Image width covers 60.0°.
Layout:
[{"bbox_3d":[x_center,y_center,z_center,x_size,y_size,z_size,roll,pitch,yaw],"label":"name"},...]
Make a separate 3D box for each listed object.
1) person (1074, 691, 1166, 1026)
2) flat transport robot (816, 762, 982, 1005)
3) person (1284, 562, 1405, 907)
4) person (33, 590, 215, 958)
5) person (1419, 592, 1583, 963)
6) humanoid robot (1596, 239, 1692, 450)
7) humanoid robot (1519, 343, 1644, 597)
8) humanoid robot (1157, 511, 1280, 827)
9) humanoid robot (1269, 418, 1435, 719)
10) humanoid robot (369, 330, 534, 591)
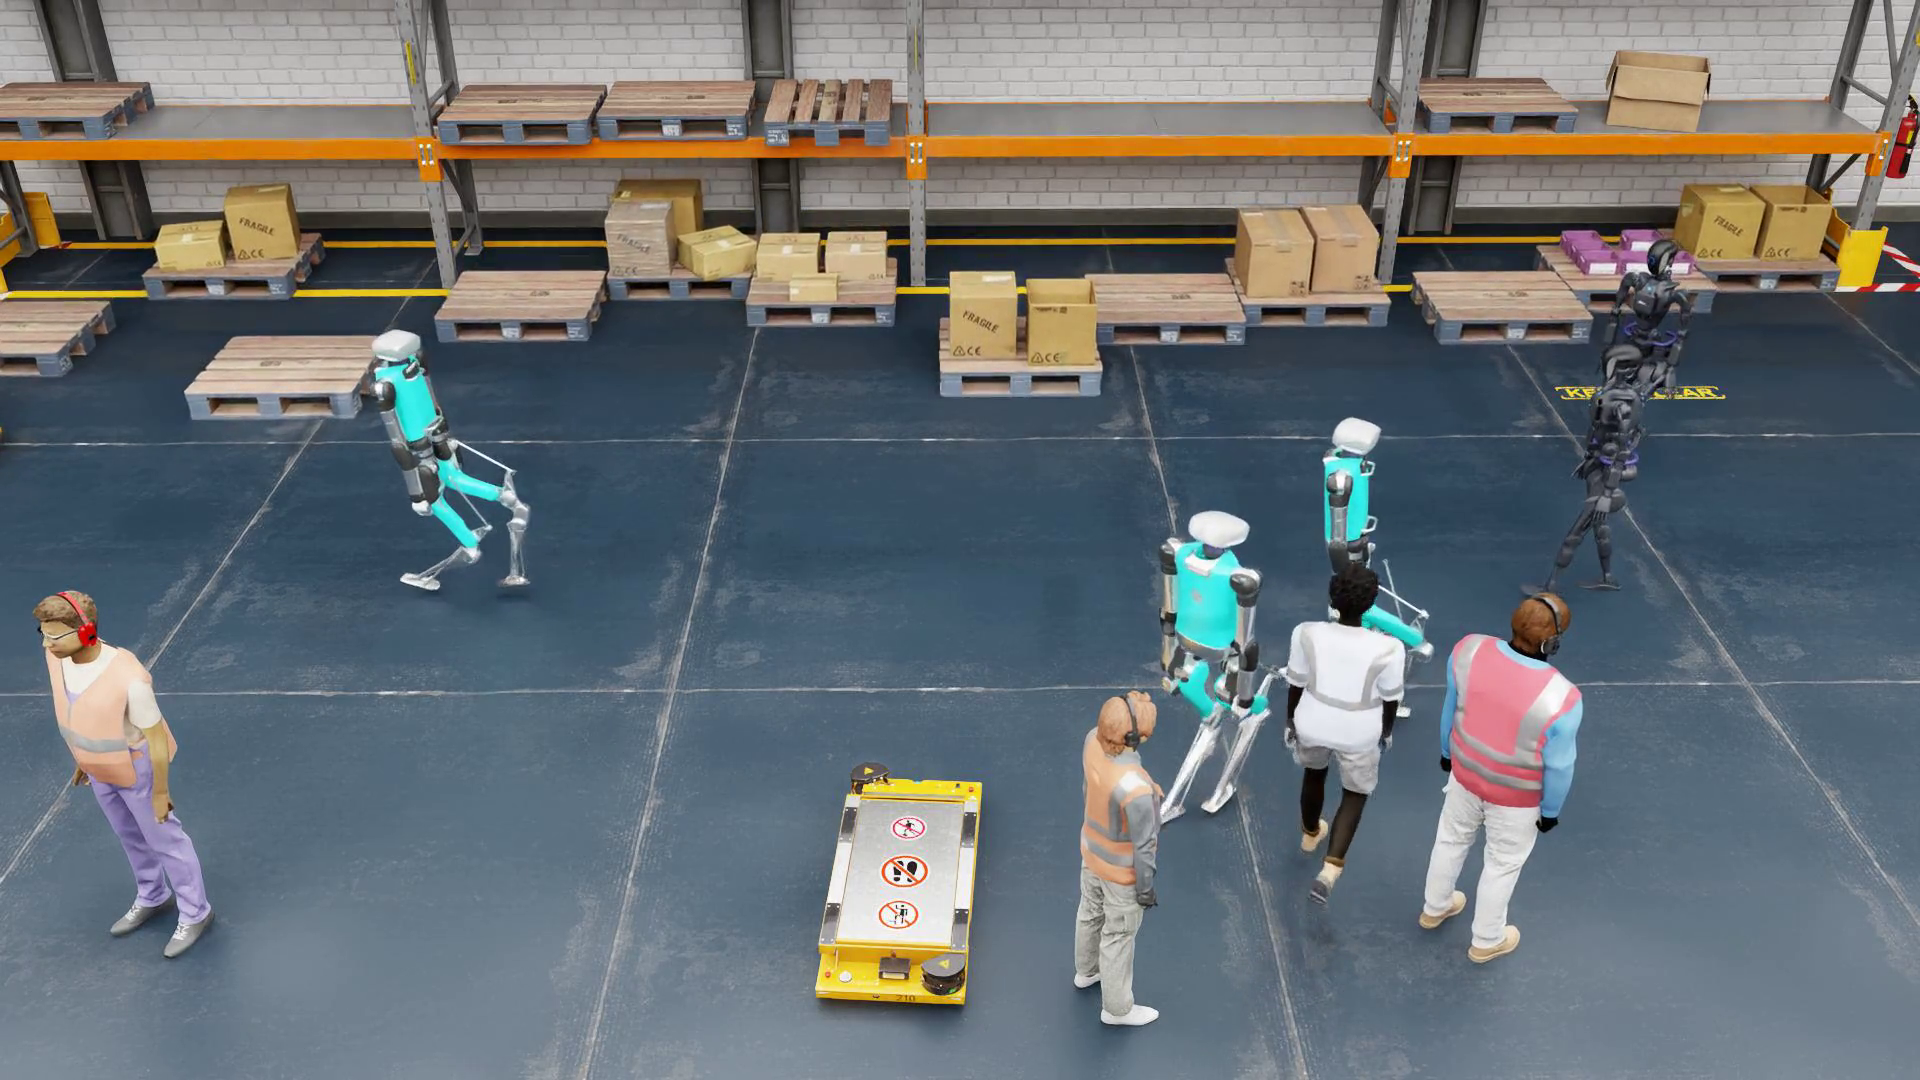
[{"bbox_3d":[0.651,1.318,6.882,0.306,1.640,0.513,-12,33,-20],"label":"person"},{"bbox_3d":[-0.258,1.576,7.787,0.659,0.231,1.431,2,31,3],"label":"flat transport robot"},{"bbox_3d":[1.694,0.897,7.544,0.530,1.677,0.679,14,34,22],"label":"person"},{"bbox_3d":[-3.617,0.997,7.219,0.562,1.847,0.390,15,34,23],"label":"person"},{"bbox_3d":[2.345,1.022,7.199,0.431,1.836,0.628,-23,38,-33],"label":"person"},{"bbox_3d":[4.616,-1.245,11.162,0.748,1.640,0.598,-23,38,-33],"label":"humanoid robot"},{"bbox_3d":[3.706,-0.399,9.725,0.648,1.632,0.608,3,31,5],"label":"humanoid robot"},{"bbox_3d":[1.284,0.596,7.990,0.544,1.786,0.754,26,39,36],"label":"humanoid robot"},{"bbox_3d":[2.165,0.219,8.633,1.009,1.745,0.542,11,33,17],"label":"humanoid robot"},{"bbox_3d":[-2.873,-0.366,9.628,1.033,1.744,0.539,5,31,8],"label":"humanoid robot"}]
